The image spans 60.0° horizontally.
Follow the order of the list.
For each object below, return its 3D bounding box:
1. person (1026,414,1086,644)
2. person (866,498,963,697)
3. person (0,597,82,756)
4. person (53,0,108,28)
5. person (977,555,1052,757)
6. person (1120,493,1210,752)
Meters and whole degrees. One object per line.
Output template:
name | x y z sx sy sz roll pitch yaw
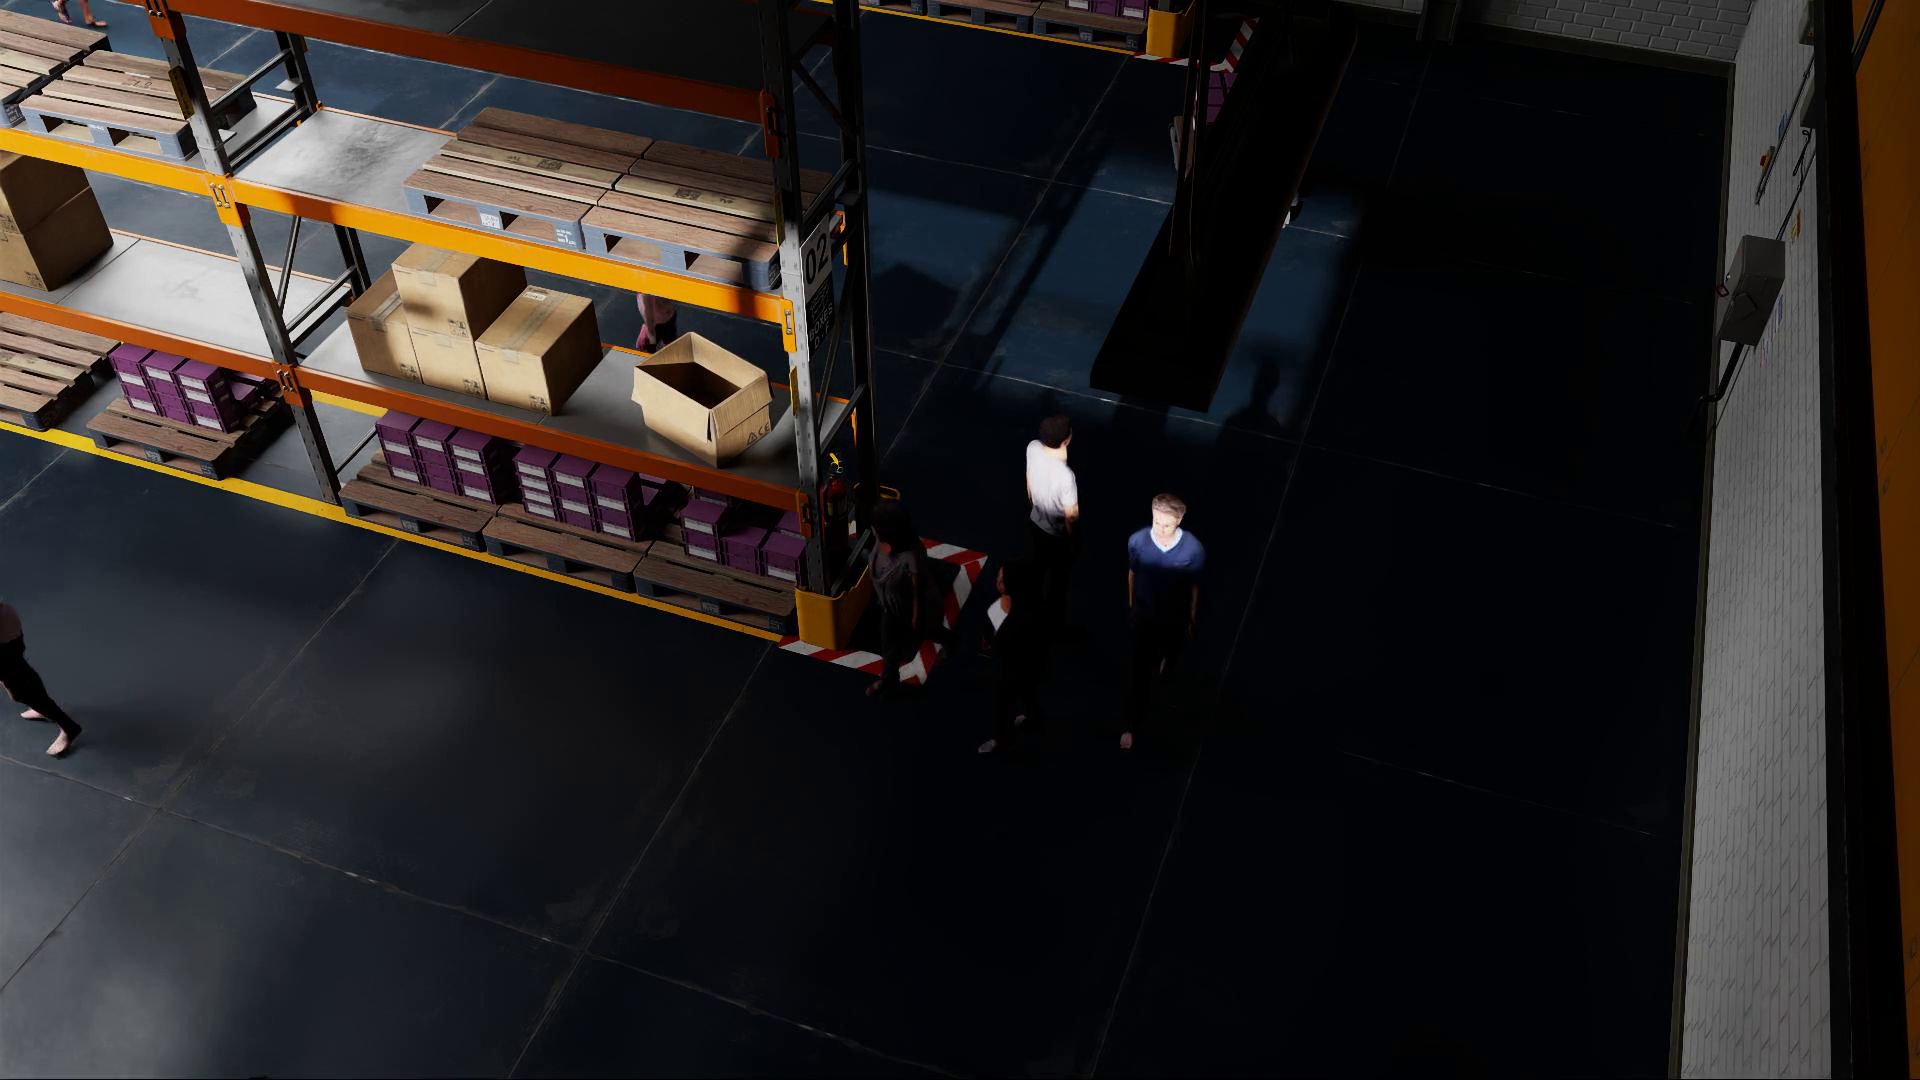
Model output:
person | 0.609 -0.087 10.925 0.801 1.864 0.707 -24 49 -23
person | -0.267 0.319 10.708 1.029 1.575 1.054 -30 51 -27
person | -5.965 0.581 10.309 0.837 1.746 0.769 -8 44 -8
person | -9.523 -6.143 17.512 0.773 1.546 0.574 11 45 11
person | 0.446 0.663 10.329 0.923 1.599 0.862 -16 46 -16
person | 1.292 0.389 10.452 1.144 1.828 0.806 9 44 10
